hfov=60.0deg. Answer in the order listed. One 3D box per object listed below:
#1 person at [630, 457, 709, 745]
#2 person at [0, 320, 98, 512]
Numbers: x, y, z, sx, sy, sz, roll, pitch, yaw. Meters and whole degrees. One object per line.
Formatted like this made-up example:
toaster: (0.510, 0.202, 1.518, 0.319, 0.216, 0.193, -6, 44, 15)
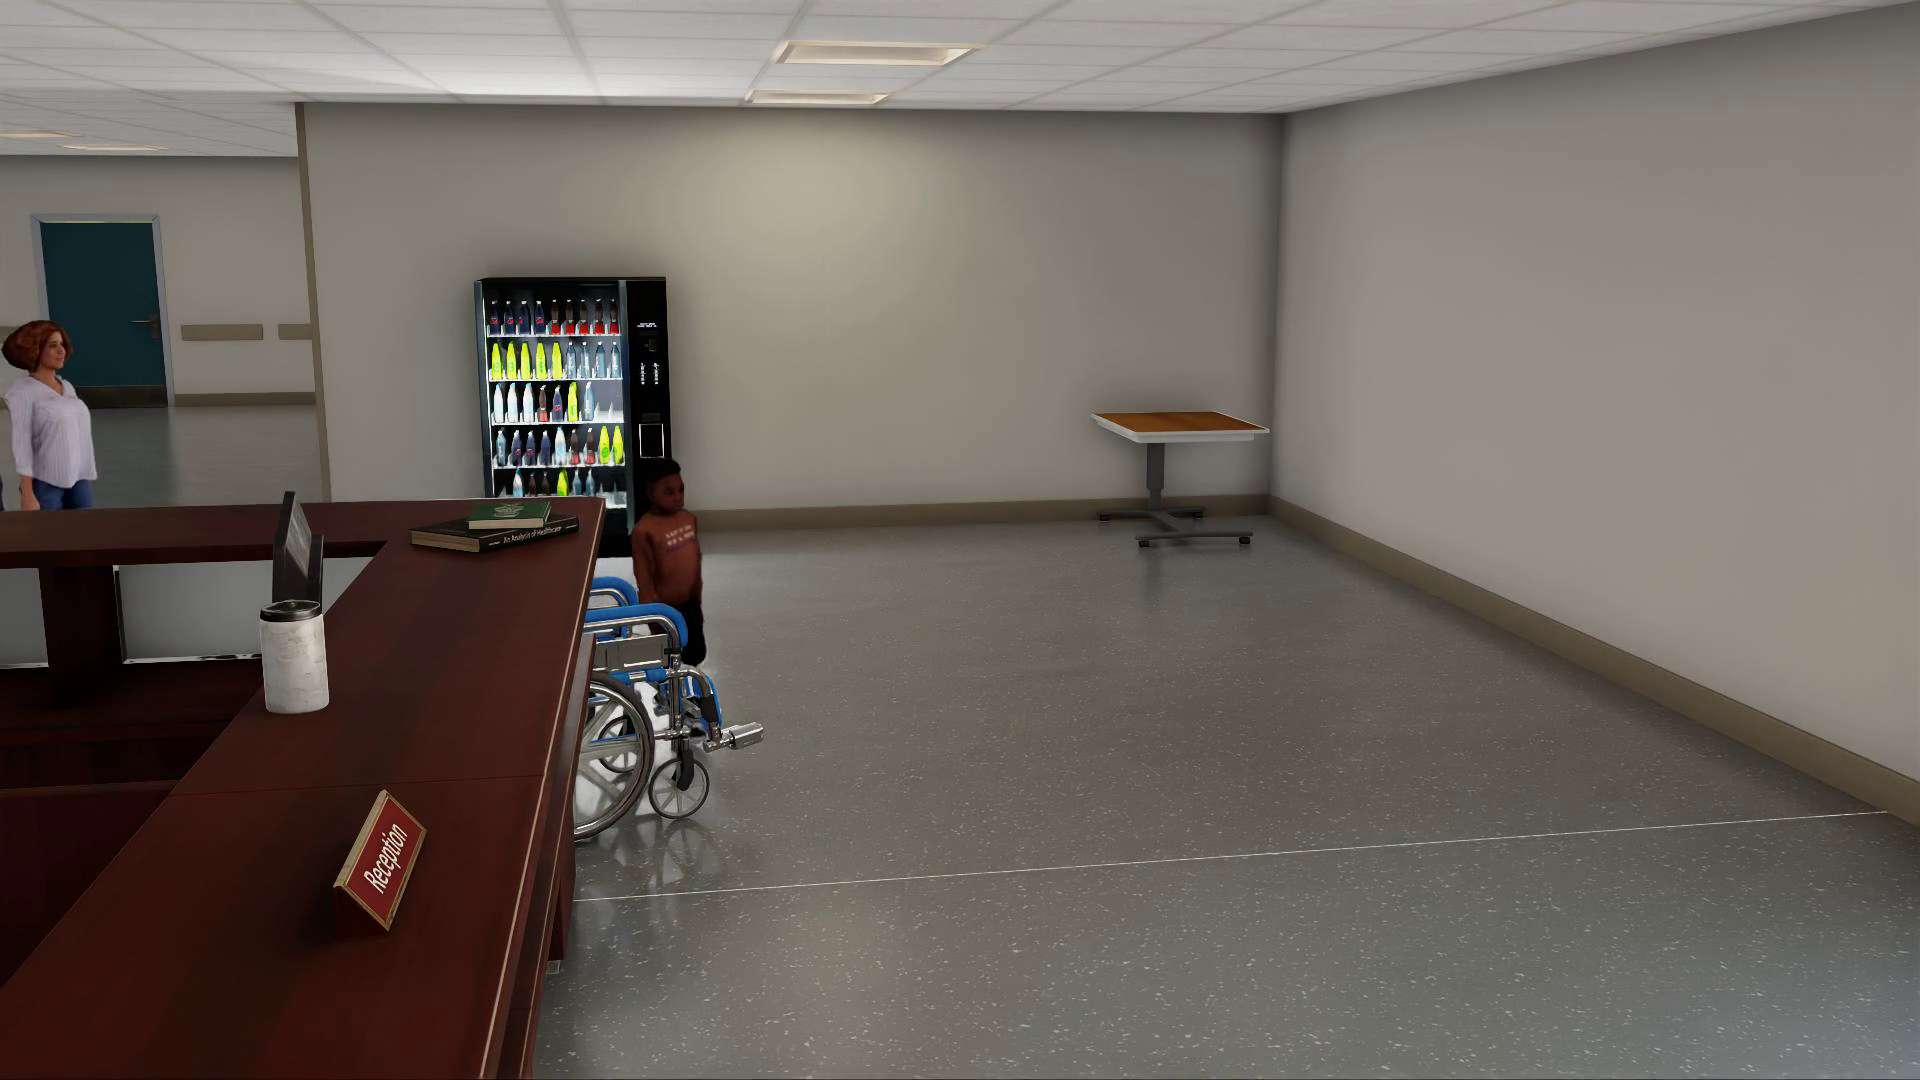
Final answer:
person: (-1.274, 0.260, 7.039, 0.735, 1.236, 0.673, 7, 13, 34)
person: (-4.856, -0.295, 8.749, 1.109, 1.689, 0.900, 2, 11, 13)
